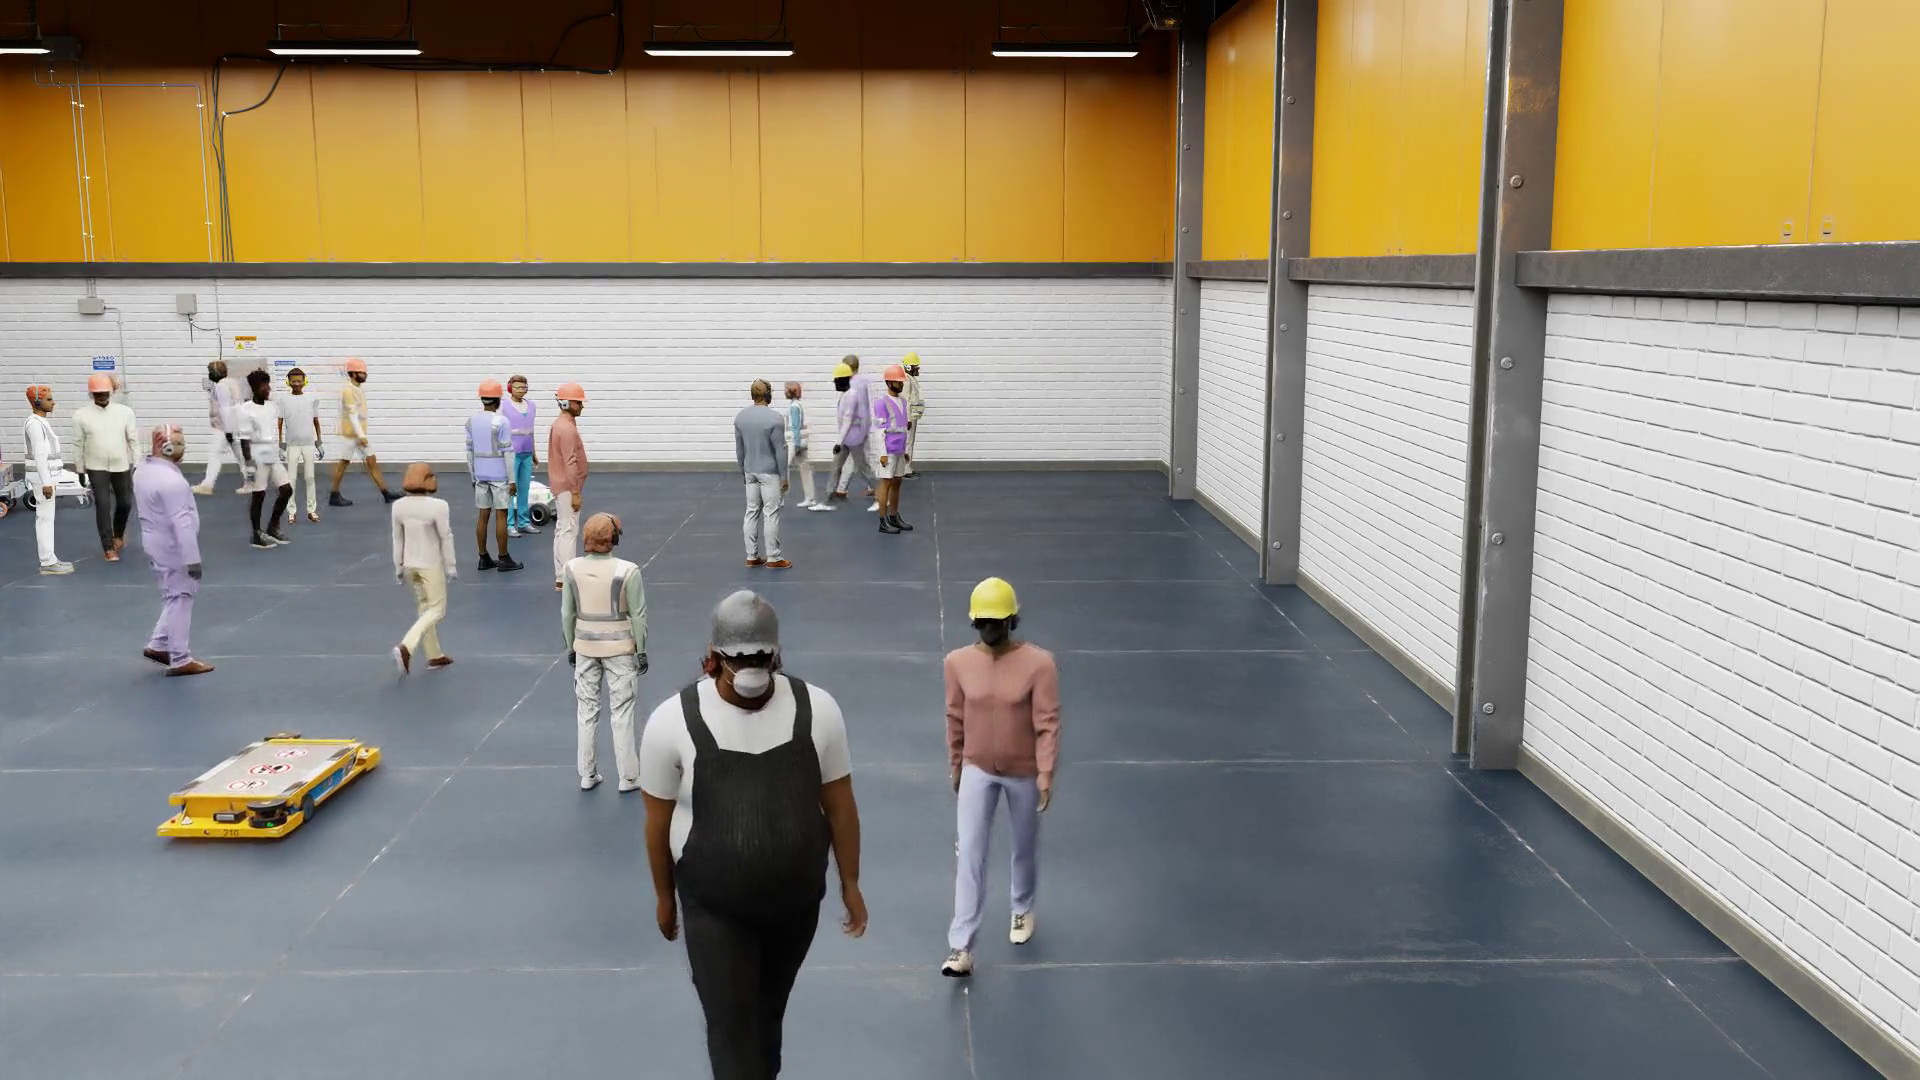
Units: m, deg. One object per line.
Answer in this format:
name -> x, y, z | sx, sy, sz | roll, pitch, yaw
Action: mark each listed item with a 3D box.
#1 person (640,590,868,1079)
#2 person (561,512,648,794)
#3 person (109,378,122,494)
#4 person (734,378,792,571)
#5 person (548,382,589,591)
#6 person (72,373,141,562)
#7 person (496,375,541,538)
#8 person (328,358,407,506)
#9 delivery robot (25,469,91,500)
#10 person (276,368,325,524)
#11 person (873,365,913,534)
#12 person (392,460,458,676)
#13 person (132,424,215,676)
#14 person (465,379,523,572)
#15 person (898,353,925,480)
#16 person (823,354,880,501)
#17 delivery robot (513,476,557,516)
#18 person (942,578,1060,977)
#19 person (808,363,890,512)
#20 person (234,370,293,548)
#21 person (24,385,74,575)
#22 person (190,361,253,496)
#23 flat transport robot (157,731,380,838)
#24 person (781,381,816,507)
person -> -0.659, 1.129, 5.500 | 0.696, 2.000, 1.017 | -4, 10, -21
person -> -2.050, 0.657, 9.630 | 0.523, 1.637, 0.306 | 2, 10, 14
person -> -11.479, -1.416, 22.418 | 0.408, 1.616, 0.496 | -1, 9, -5
person -> -1.980, -0.658, 16.772 | 0.631, 1.940, 0.372 | 6, 11, 32
person -> -3.630, -0.476, 15.501 | 0.392, 1.990, 0.612 | -4, 10, -21
person -> -8.977, -0.787, 17.487 | 0.613, 1.969, 0.801 | -7, 12, -37
person -> -5.036, -0.960, 18.916 | 0.389, 1.841, 0.564 | 5, 11, 29
person -> -7.650, -1.367, 21.242 | 0.996, 1.889, 0.546 | 0, 9, 0
delivery robot -> -11.420, -0.717, 21.080 | 0.707, 0.478, 0.477 | -3, 10, -15
person -> -7.879, -1.126, 19.868 | 0.533, 1.864, 0.311 | -6, 11, -32
person -> -0.753, -1.046, 19.151 | 0.356, 1.938, 0.543 | 5, 11, 29
person -> -4.032, 0.213, 12.415 | 0.506, 1.615, 0.675 | 4, 10, 24
person -> -5.833, 0.081, 12.353 | 0.419, 1.895, 0.678 | -9, 13, -43
person -> -4.677, -0.649, 16.716 | 0.556, 1.935, 0.369 | 4, 10, 24
person -> -0.708, -1.788, 24.021 | 0.404, 1.830, 0.600 | 1, 9, 3
person -> -1.433, -1.465, 21.789 | 0.895, 1.909, 0.665 | -1, 9, -7
delivery robot -> -5.126, -0.520, 19.869 | 0.707, 0.478, 0.477 | 3, 10, 17
person -> 0.165, 1.017, 7.200 | 0.532, 1.712, 0.936 | 2, 9, 12
person -> -1.355, -1.268, 20.748 | 1.023, 1.872, 0.583 | -3, 10, -16
person -> -7.519, -0.870, 18.035 | 0.515, 1.944, 0.634 | 3, 10, 19
person -> -9.106, -0.597, 16.571 | 0.356, 1.883, 0.574 | -5, 10, -28
person -> -9.935, -1.493, 22.315 | 0.919, 1.794, 0.644 | -1, 9, -7
flat transport robot -> -3.885, 1.369, 9.443 | 0.652, 0.197, 1.431 | 0, 9, 2
person -> -2.175, -1.204, 21.122 | 0.754, 1.608, 0.541 | 0, 9, 2
